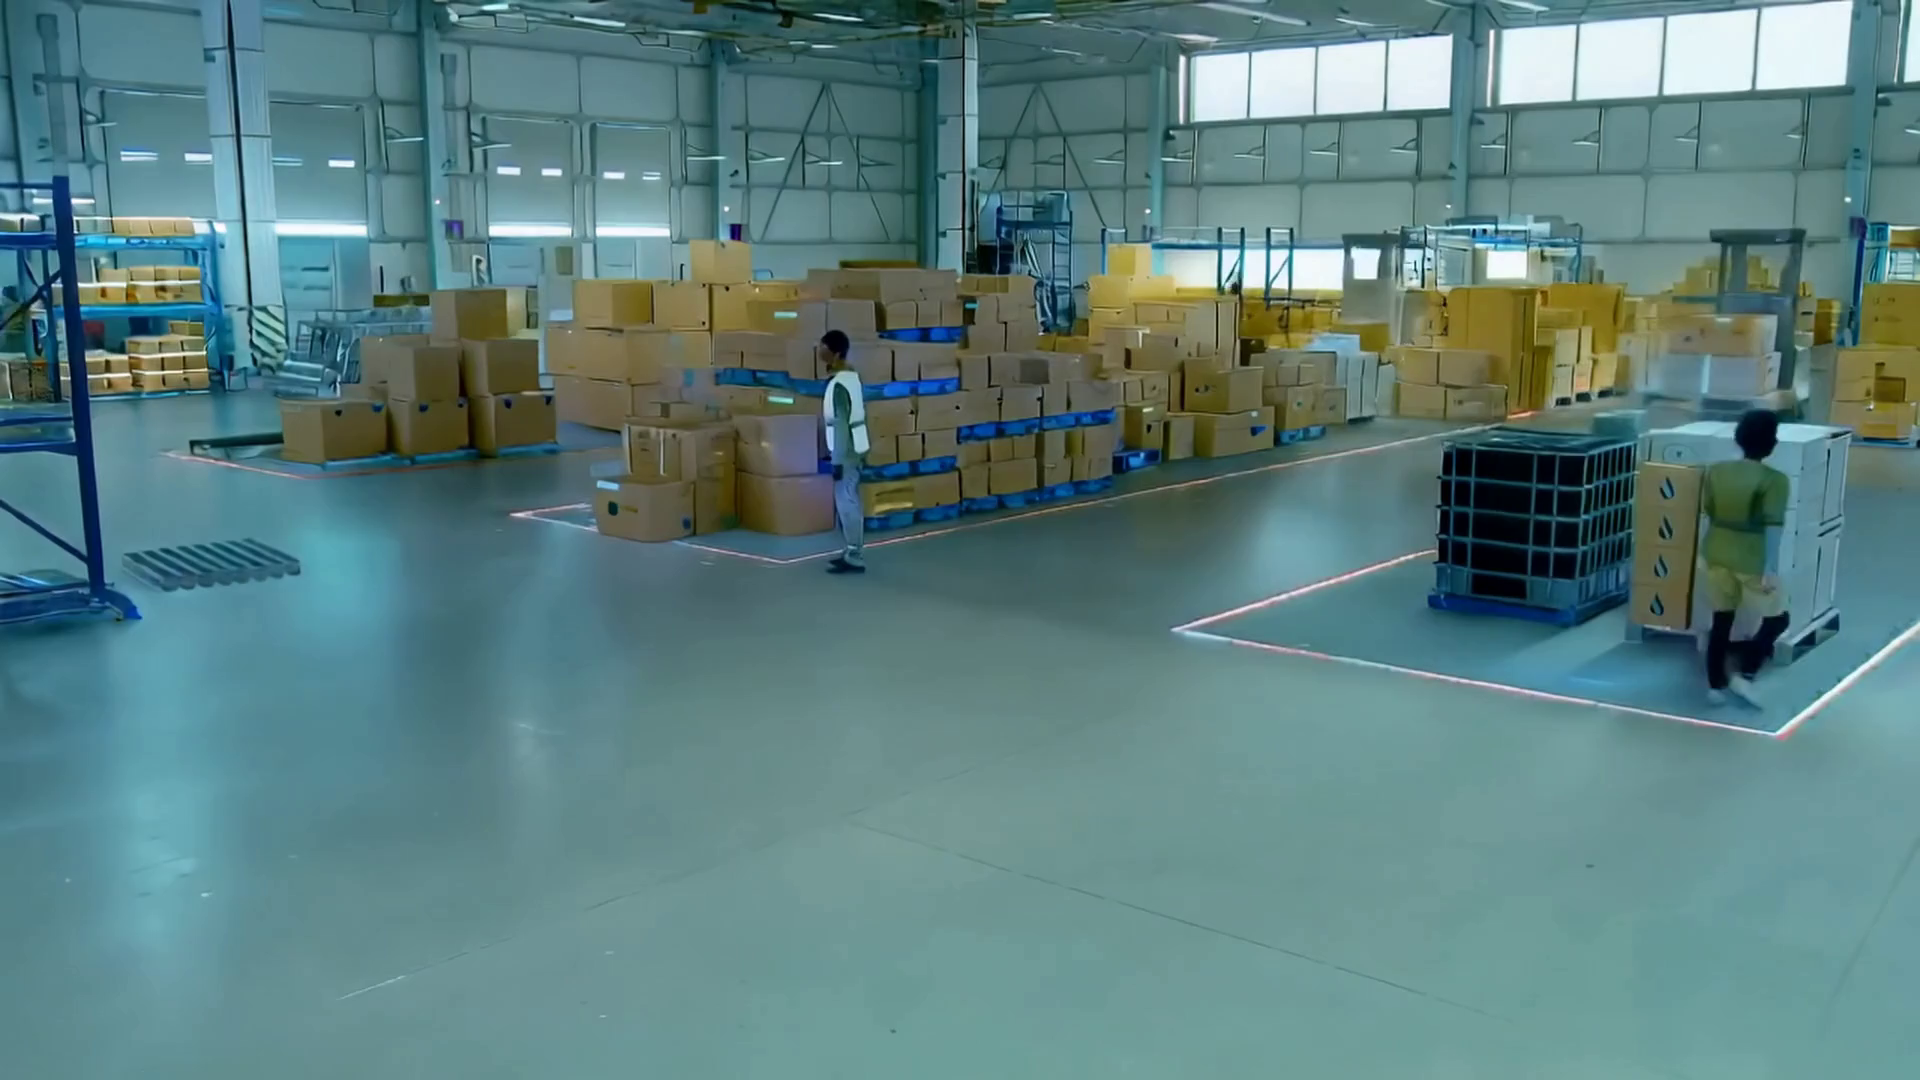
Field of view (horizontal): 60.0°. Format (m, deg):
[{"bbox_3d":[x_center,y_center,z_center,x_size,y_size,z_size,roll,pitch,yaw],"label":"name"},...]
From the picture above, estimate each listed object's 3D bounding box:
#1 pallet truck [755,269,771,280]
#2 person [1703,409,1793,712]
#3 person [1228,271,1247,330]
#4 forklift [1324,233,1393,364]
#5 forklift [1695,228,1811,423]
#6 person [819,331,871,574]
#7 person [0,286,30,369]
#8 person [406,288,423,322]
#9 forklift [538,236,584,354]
[{"bbox_3d":[-4.996,-6.432,45.525,1.885,1.965,0.823,-6,12,-32],"label":"pallet truck"},{"bbox_3d":[4.288,0.124,9.087,0.369,1.687,0.539,-5,11,-27],"label":"person"},{"bbox_3d":[7.651,-6.450,45.848,0.559,1.922,0.694,7,12,34],"label":"person"},{"bbox_3d":[7.981,-4.639,32.807,1.129,2.768,1.873,6,12,32],"label":"forklift"},{"bbox_3d":[11.721,-3.150,24.328,1.129,2.768,1.873,8,13,39],"label":"forklift"},{"bbox_3d":[-0.902,-0.686,13.082,0.392,1.908,0.588,0,10,1],"label":"person"},{"bbox_3d":[-17.909,-3.904,31.611,0.584,1.842,0.991,0,10,0],"label":"person"},{"bbox_3d":[-11.213,-4.311,34.227,0.418,1.730,0.501,1,10,3],"label":"person"},{"bbox_3d":[-9.248,-5.738,39.059,1.873,2.768,1.129,8,13,40],"label":"forklift"}]
